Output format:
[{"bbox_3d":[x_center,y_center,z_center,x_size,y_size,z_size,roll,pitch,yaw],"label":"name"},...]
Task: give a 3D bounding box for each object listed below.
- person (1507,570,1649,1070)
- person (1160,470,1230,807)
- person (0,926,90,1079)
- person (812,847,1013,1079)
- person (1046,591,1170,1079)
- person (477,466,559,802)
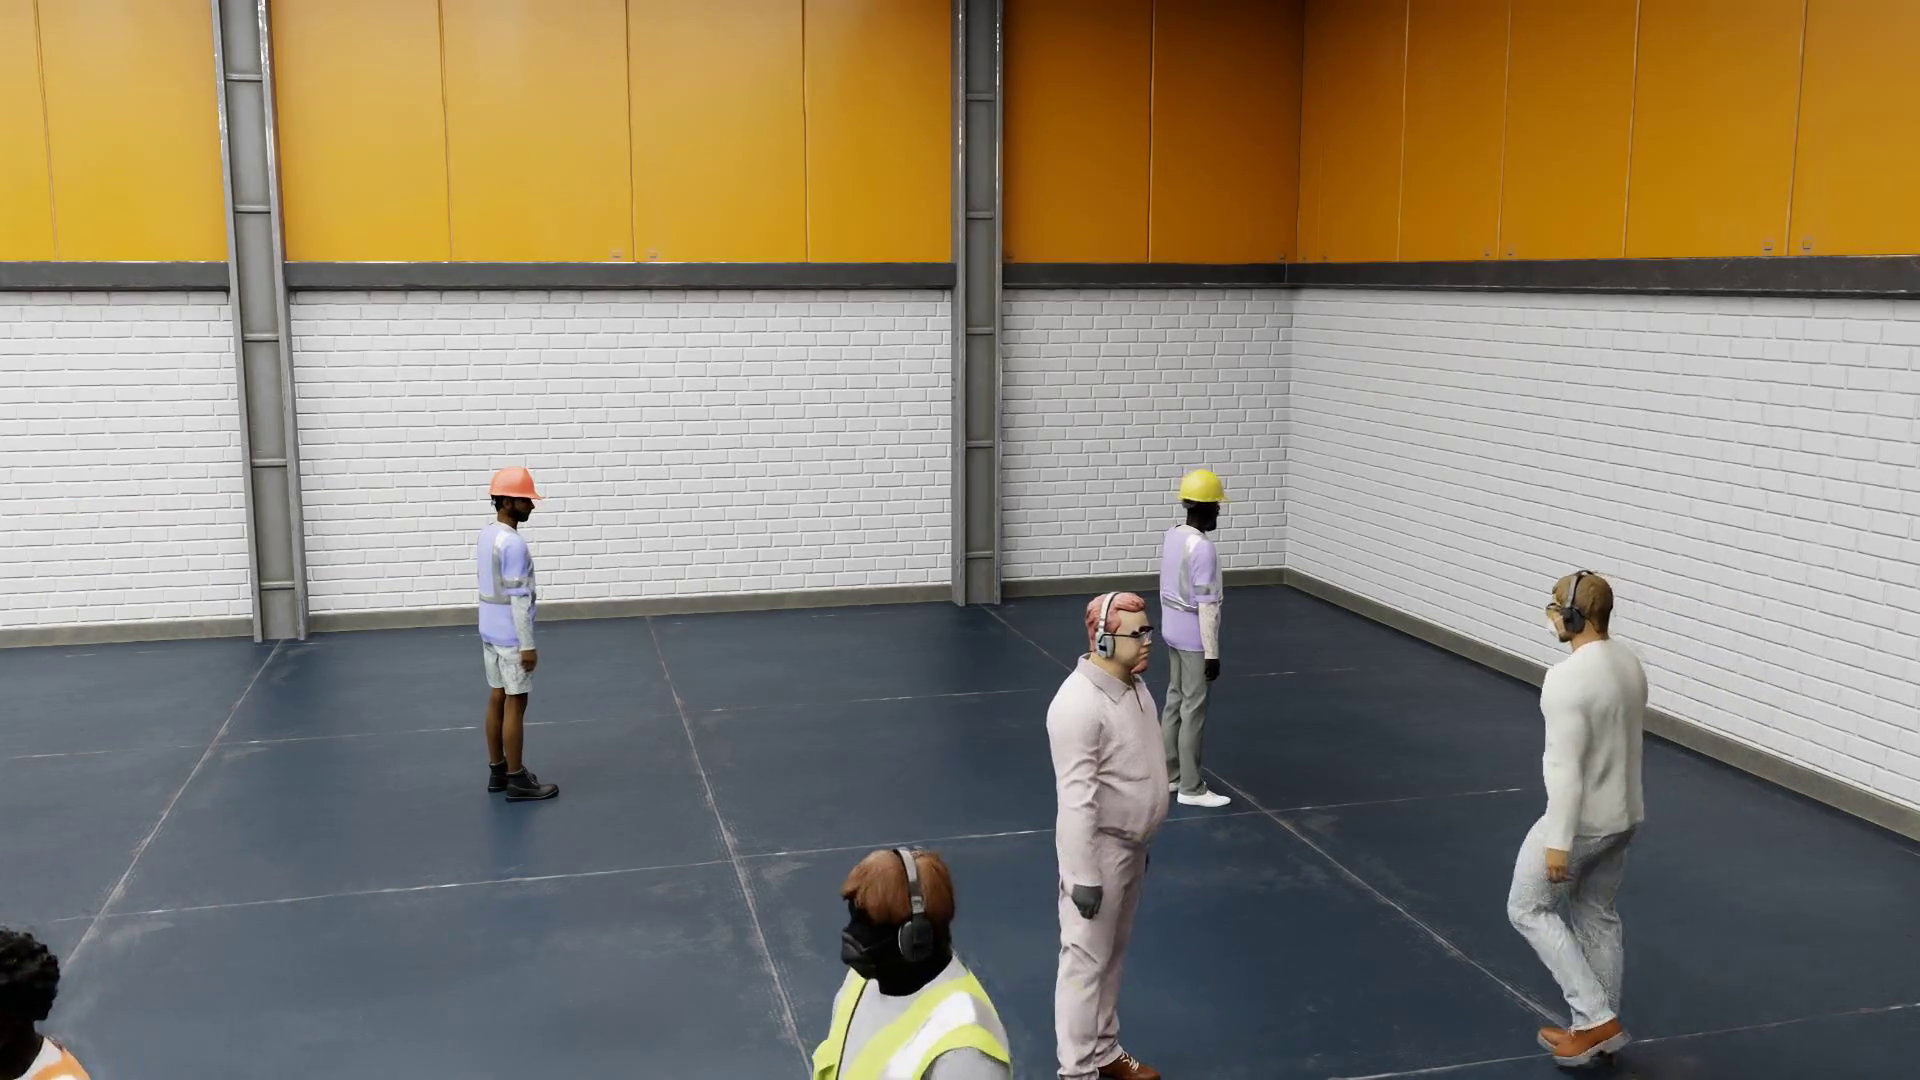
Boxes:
[{"bbox_3d":[2.360,1.071,6.322,0.657,1.919,0.437,-8,12,-42],"label":"person"},{"bbox_3d":[1.350,0.557,9.520,0.376,1.925,0.595,-3,9,-15],"label":"person"},{"bbox_3d":[-2.042,1.641,3.576,0.549,1.646,0.866,7,12,38],"label":"person"},{"bbox_3d":[-0.057,1.547,3.672,0.650,1.825,0.631,-3,10,-20],"label":"person"},{"bbox_3d":[0.556,1.127,6.022,0.403,1.911,0.637,4,10,24],"label":"person"},{"bbox_3d":[-2.581,0.539,9.616,0.376,1.933,0.545,-6,11,-34],"label":"person"}]
